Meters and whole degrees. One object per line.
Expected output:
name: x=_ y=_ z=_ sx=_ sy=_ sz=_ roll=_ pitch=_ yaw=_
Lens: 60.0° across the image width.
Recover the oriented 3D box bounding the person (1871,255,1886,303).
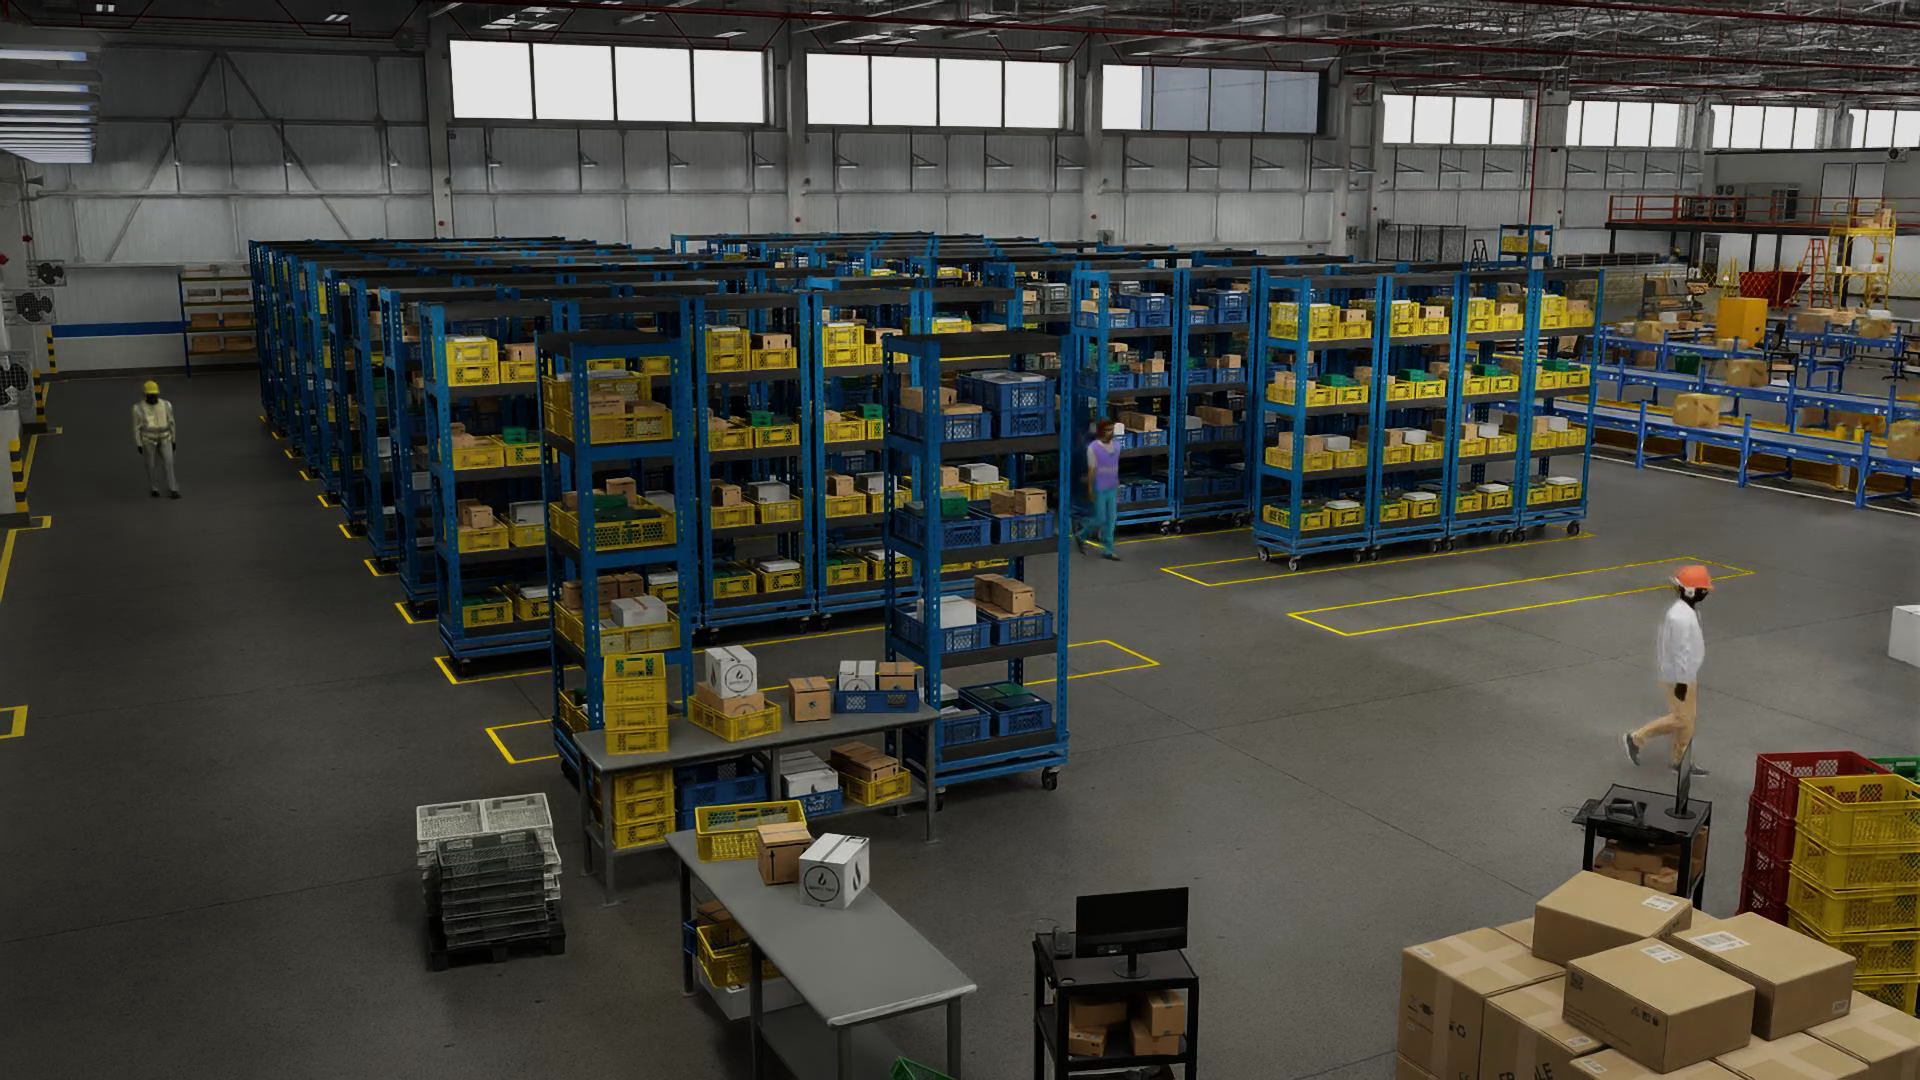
person: x=36.989 y=-10.521 z=66.967 sx=0.578 sy=1.925 sz=0.433 roll=-11 pitch=17 yaw=-43

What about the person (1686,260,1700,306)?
person: x=27.908 y=-9.708 z=63.271 sx=0.574 sy=1.882 sz=0.356 roll=-6 pitch=14 yaw=-27

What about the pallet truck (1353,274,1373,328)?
pallet truck: x=13.011 y=-8.050 z=55.243 sx=0.823 sy=1.965 sz=1.885 roll=-7 pitch=14 yaw=-28

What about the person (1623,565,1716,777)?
person: x=5.732 y=1.041 z=13.318 sx=0.582 sy=1.734 sz=0.571 roll=7 pitch=14 yaw=30

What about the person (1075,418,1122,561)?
person: x=1.789 y=-0.648 z=21.031 sx=0.565 sy=1.828 sz=0.562 roll=-12 pitch=17 yaw=-43

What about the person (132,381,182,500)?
person: x=-12.063 y=-1.482 z=25.001 sx=0.609 sy=1.785 sz=0.916 roll=-10 pitch=16 yaw=-39

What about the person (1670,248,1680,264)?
person: x=31.738 y=-11.995 z=73.884 sx=0.447 sy=1.913 sz=0.597 roll=9 pitch=15 yaw=36
